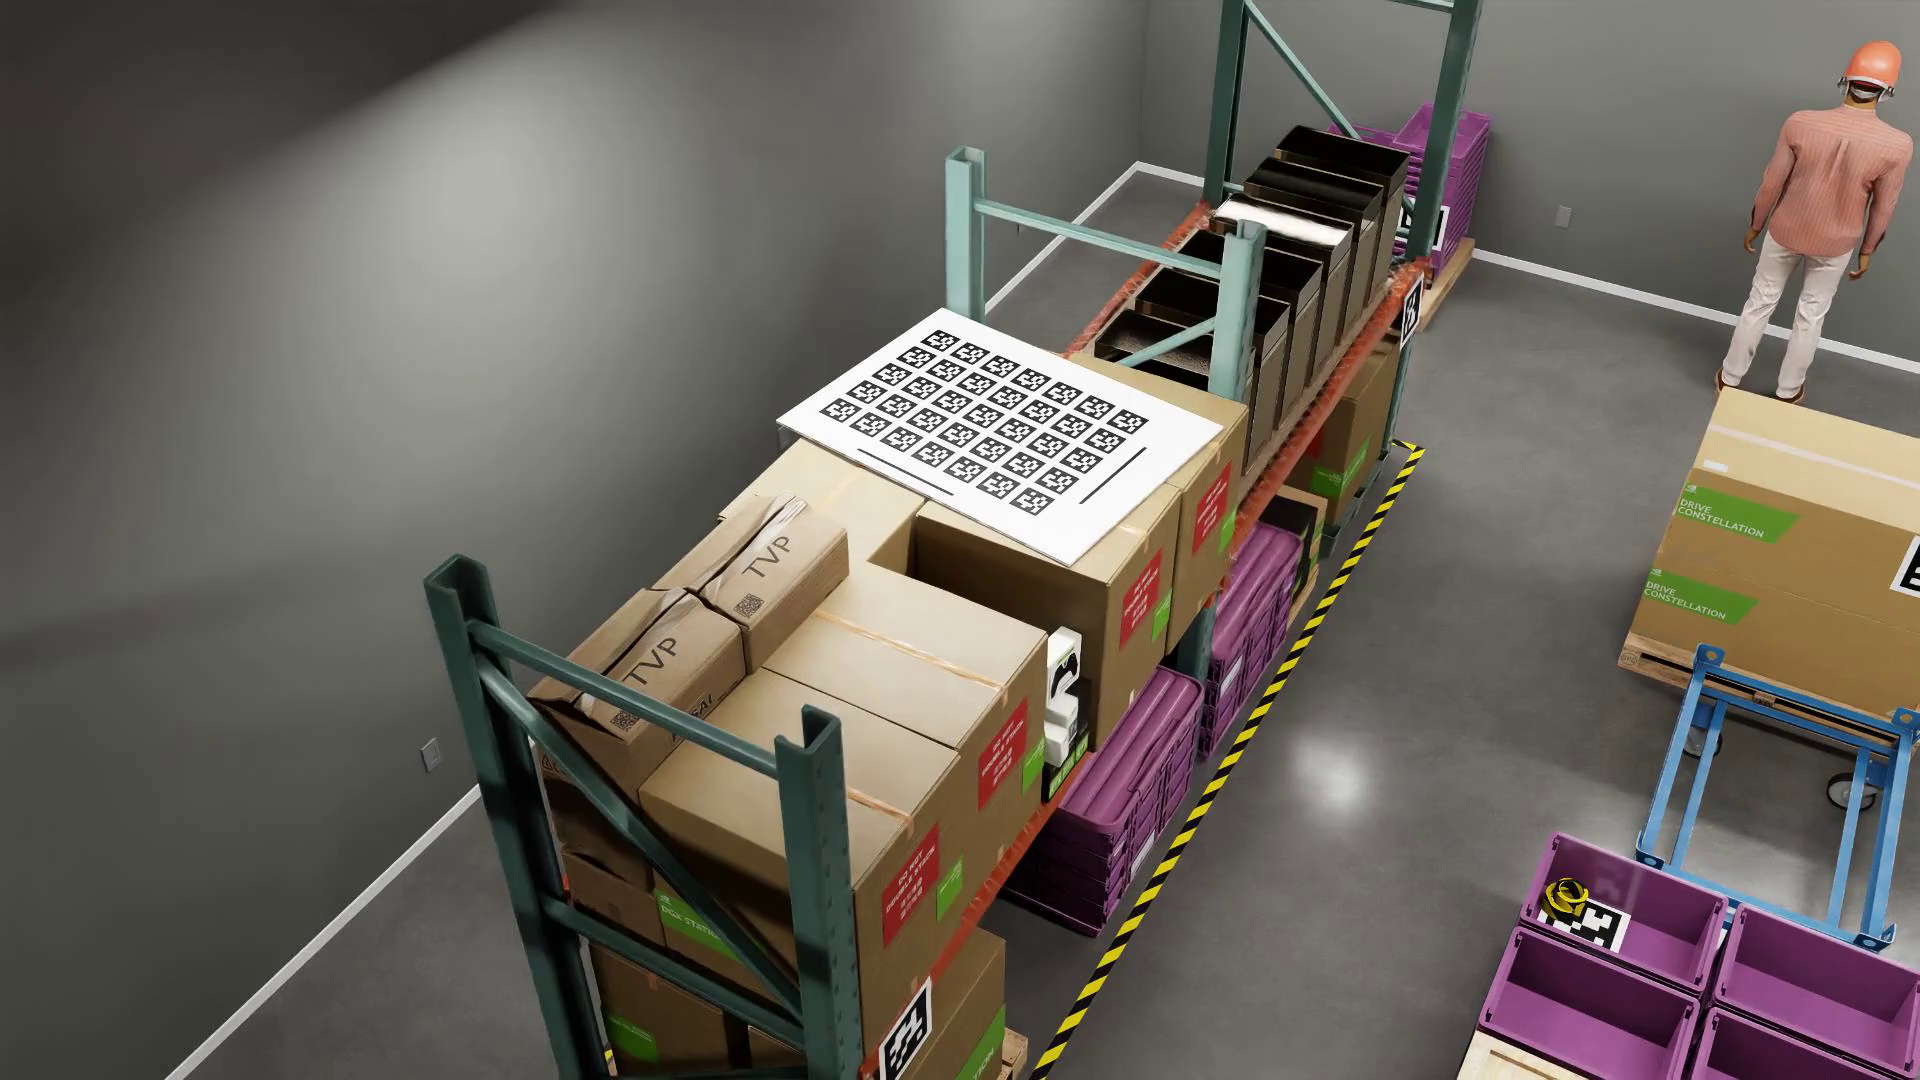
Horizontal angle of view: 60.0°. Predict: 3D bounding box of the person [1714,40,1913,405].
[{"bbox_3d":[4.309,-1.549,8.401,0.623,1.991,0.390,20,44,22],"label":"person"}]
